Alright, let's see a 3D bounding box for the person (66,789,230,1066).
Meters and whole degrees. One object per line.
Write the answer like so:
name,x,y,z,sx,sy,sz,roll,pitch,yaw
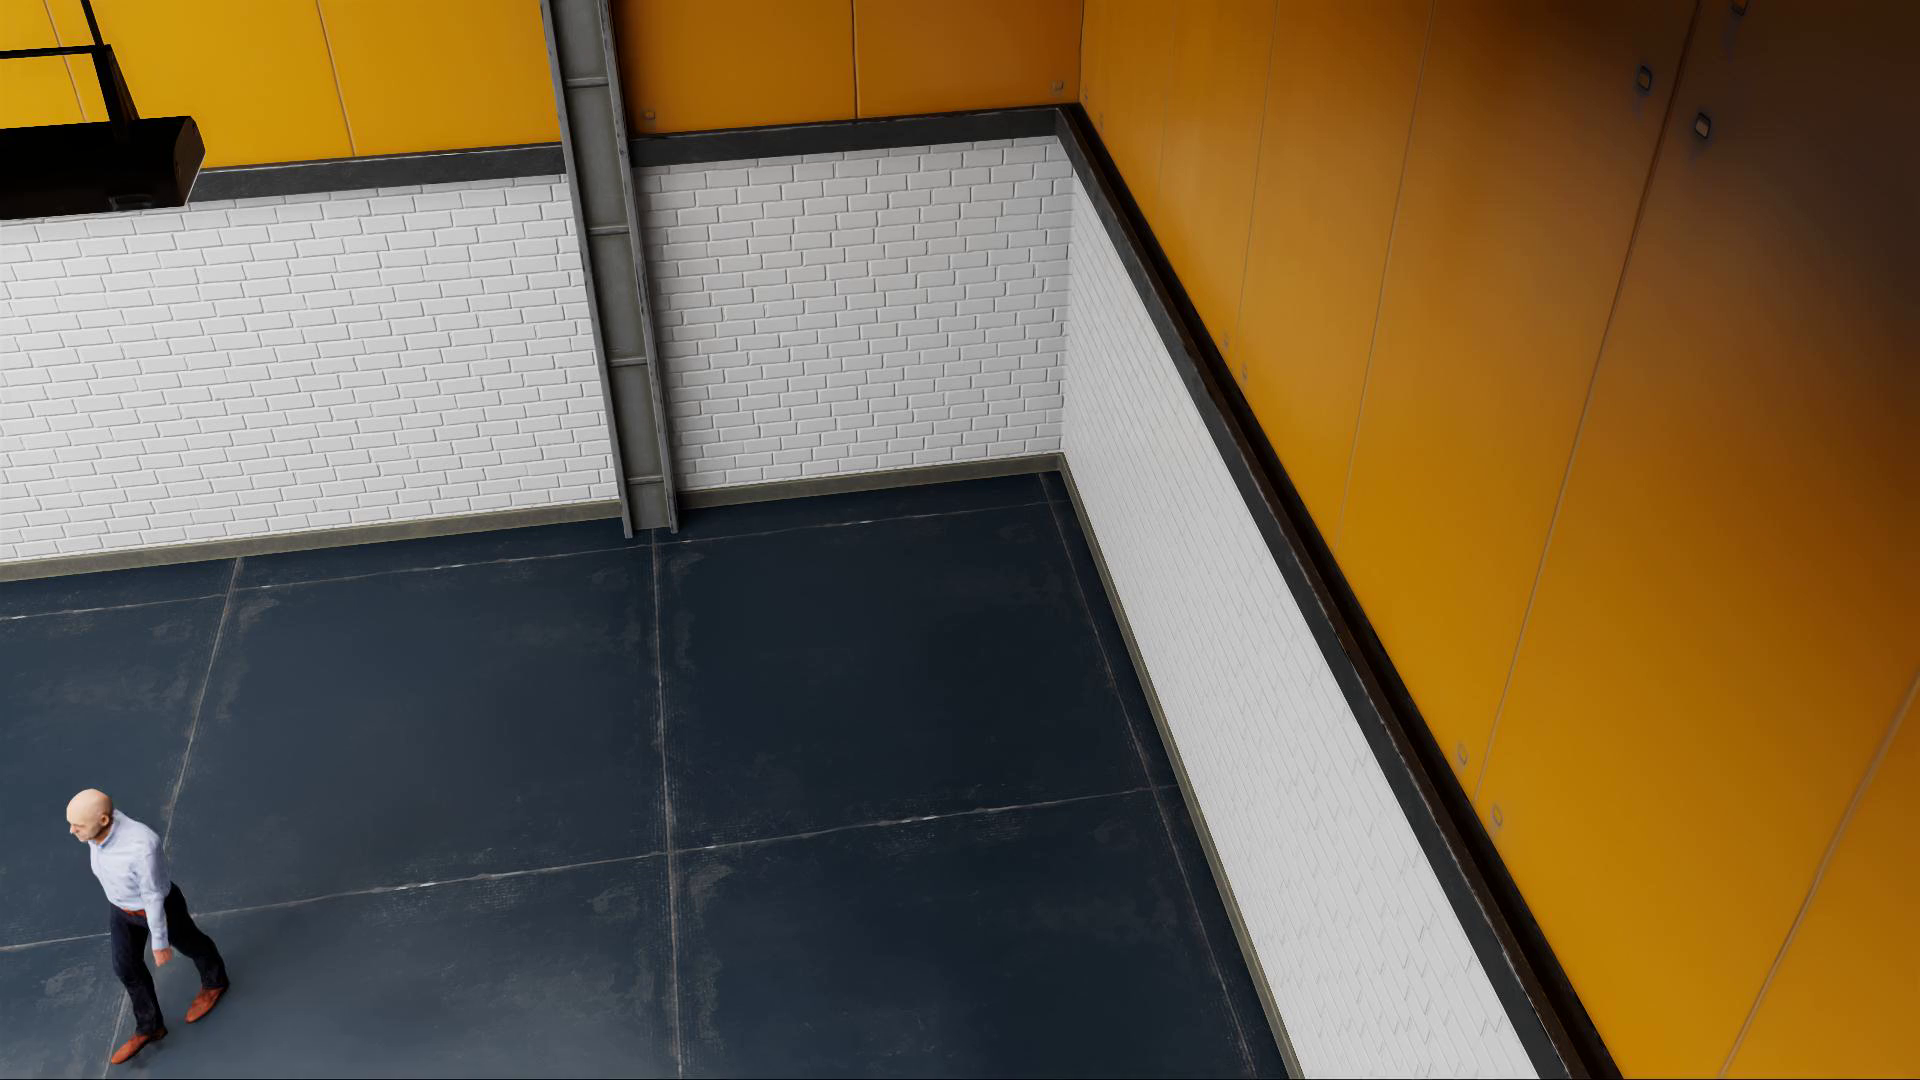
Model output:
person,-4.122,1.858,8.600,1.000,1.767,1.019,16,41,19
